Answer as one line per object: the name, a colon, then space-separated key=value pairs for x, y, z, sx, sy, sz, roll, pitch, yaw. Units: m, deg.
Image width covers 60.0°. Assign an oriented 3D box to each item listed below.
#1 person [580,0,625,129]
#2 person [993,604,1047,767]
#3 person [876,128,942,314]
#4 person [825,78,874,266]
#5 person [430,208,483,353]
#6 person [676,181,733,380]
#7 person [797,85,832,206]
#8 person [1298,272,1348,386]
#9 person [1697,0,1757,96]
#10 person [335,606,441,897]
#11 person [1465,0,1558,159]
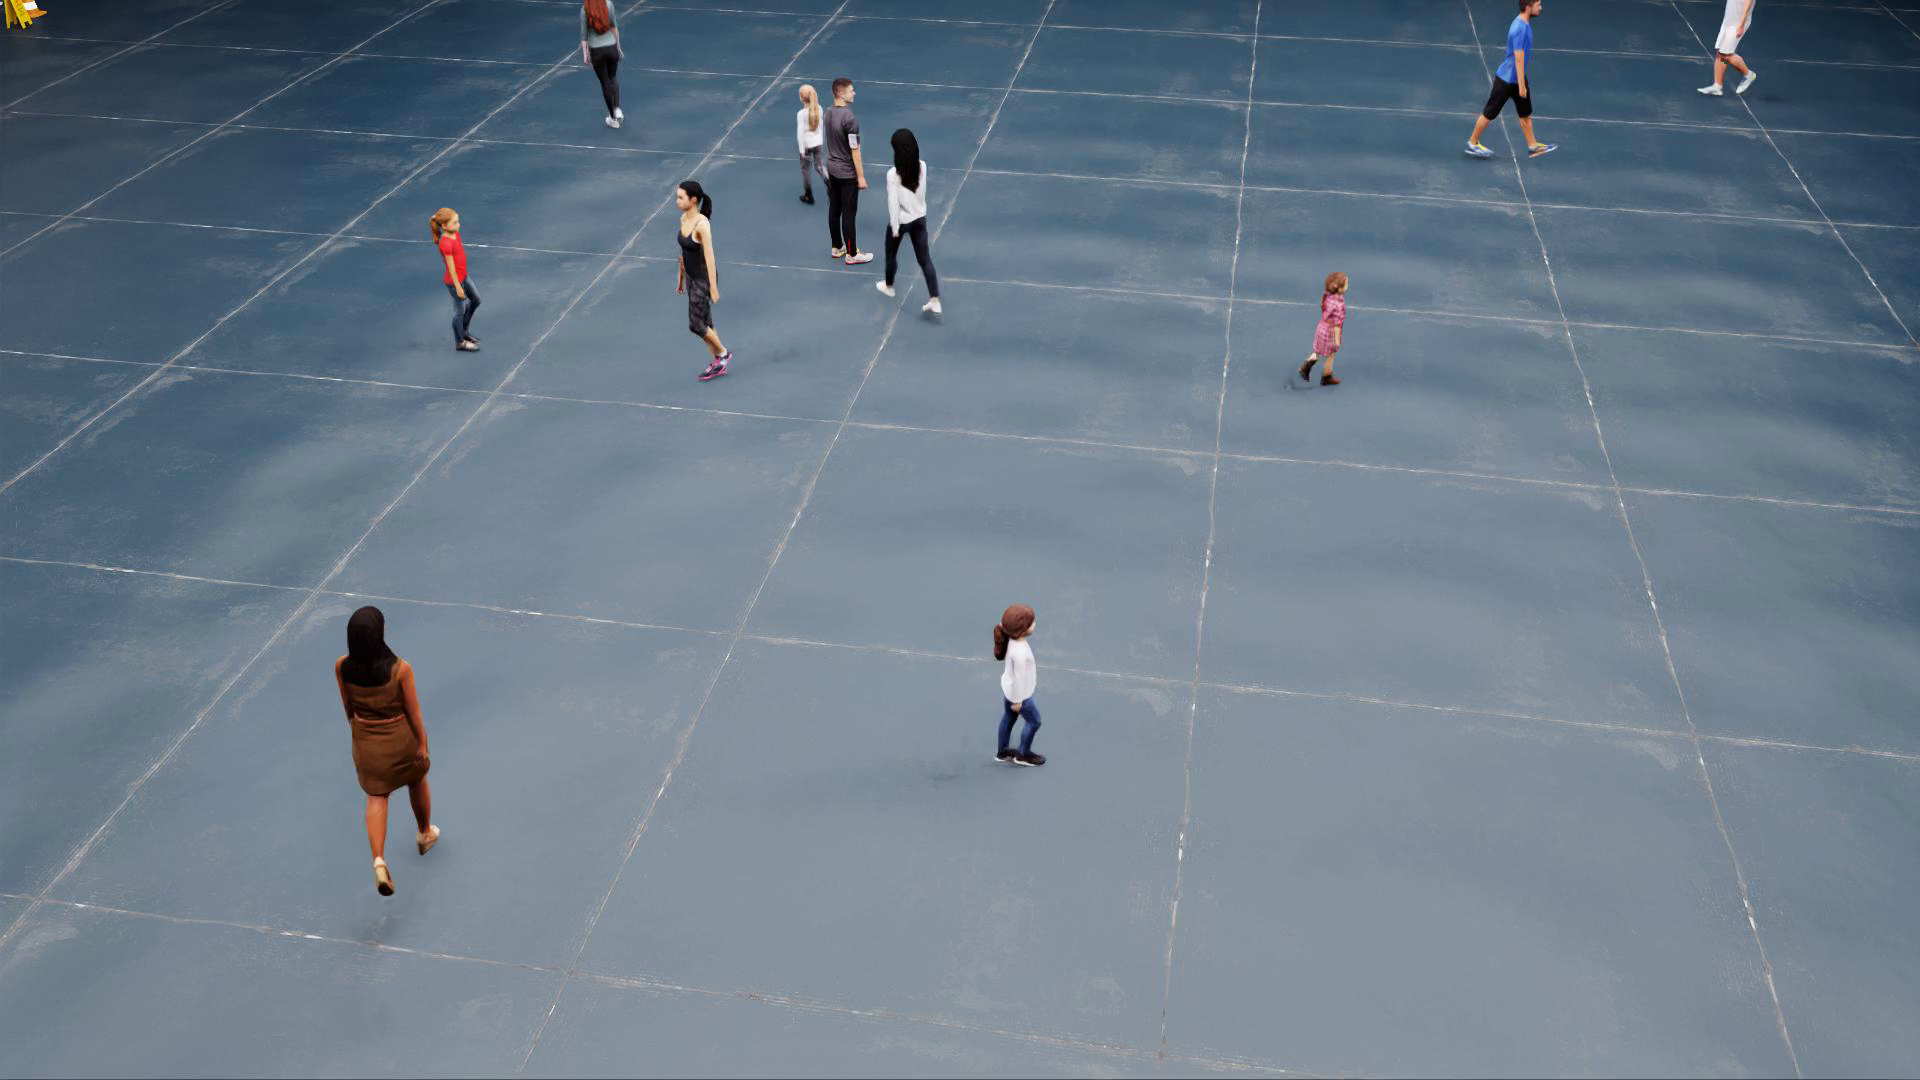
person: x=-4.075 y=-5.590 z=19.177 sx=0.748 sy=1.734 sz=0.810 roll=-19 pitch=37 yaw=-28
person: x=0.274 y=0.846 z=9.567 sx=0.586 sy=1.102 sz=0.525 roll=-5 pitch=33 yaw=-7
person: x=-0.399 y=-2.796 z=14.824 sx=1.097 sy=1.653 sz=1.184 roll=-23 pitch=39 yaw=-32
person: x=-1.114 y=-3.519 z=15.867 sx=0.777 sy=1.762 sz=0.718 roll=-20 pitch=37 yaw=-29
person: x=-4.372 y=-2.226 z=14.253 sx=0.541 sy=1.297 sz=0.525 roll=1 pitch=32 yaw=1
person: x=-2.050 y=-2.147 z=13.732 sx=0.781 sy=1.720 sz=0.722 roll=-21 pitch=38 yaw=-30
person: x=-1.492 y=-4.062 z=17.192 sx=0.733 sy=1.267 sz=0.808 roll=-24 pitch=39 yaw=-33
person: x=3.011 y=-1.733 z=13.735 sx=0.668 sy=1.016 sz=0.559 roll=-9 pitch=33 yaw=-13
person: x=9.525 y=-6.307 z=20.210 sx=0.899 sy=1.844 sz=0.765 roll=2 pitch=32 yaw=3
person: x=-2.988 y=1.113 z=8.611 sx=0.943 sy=1.669 sz=0.761 roll=-1 pitch=32 yaw=-2
person: x=5.944 y=-5.058 z=18.257 sx=1.253 sy=1.815 sz=0.820 roll=13 pitch=34 yaw=19
